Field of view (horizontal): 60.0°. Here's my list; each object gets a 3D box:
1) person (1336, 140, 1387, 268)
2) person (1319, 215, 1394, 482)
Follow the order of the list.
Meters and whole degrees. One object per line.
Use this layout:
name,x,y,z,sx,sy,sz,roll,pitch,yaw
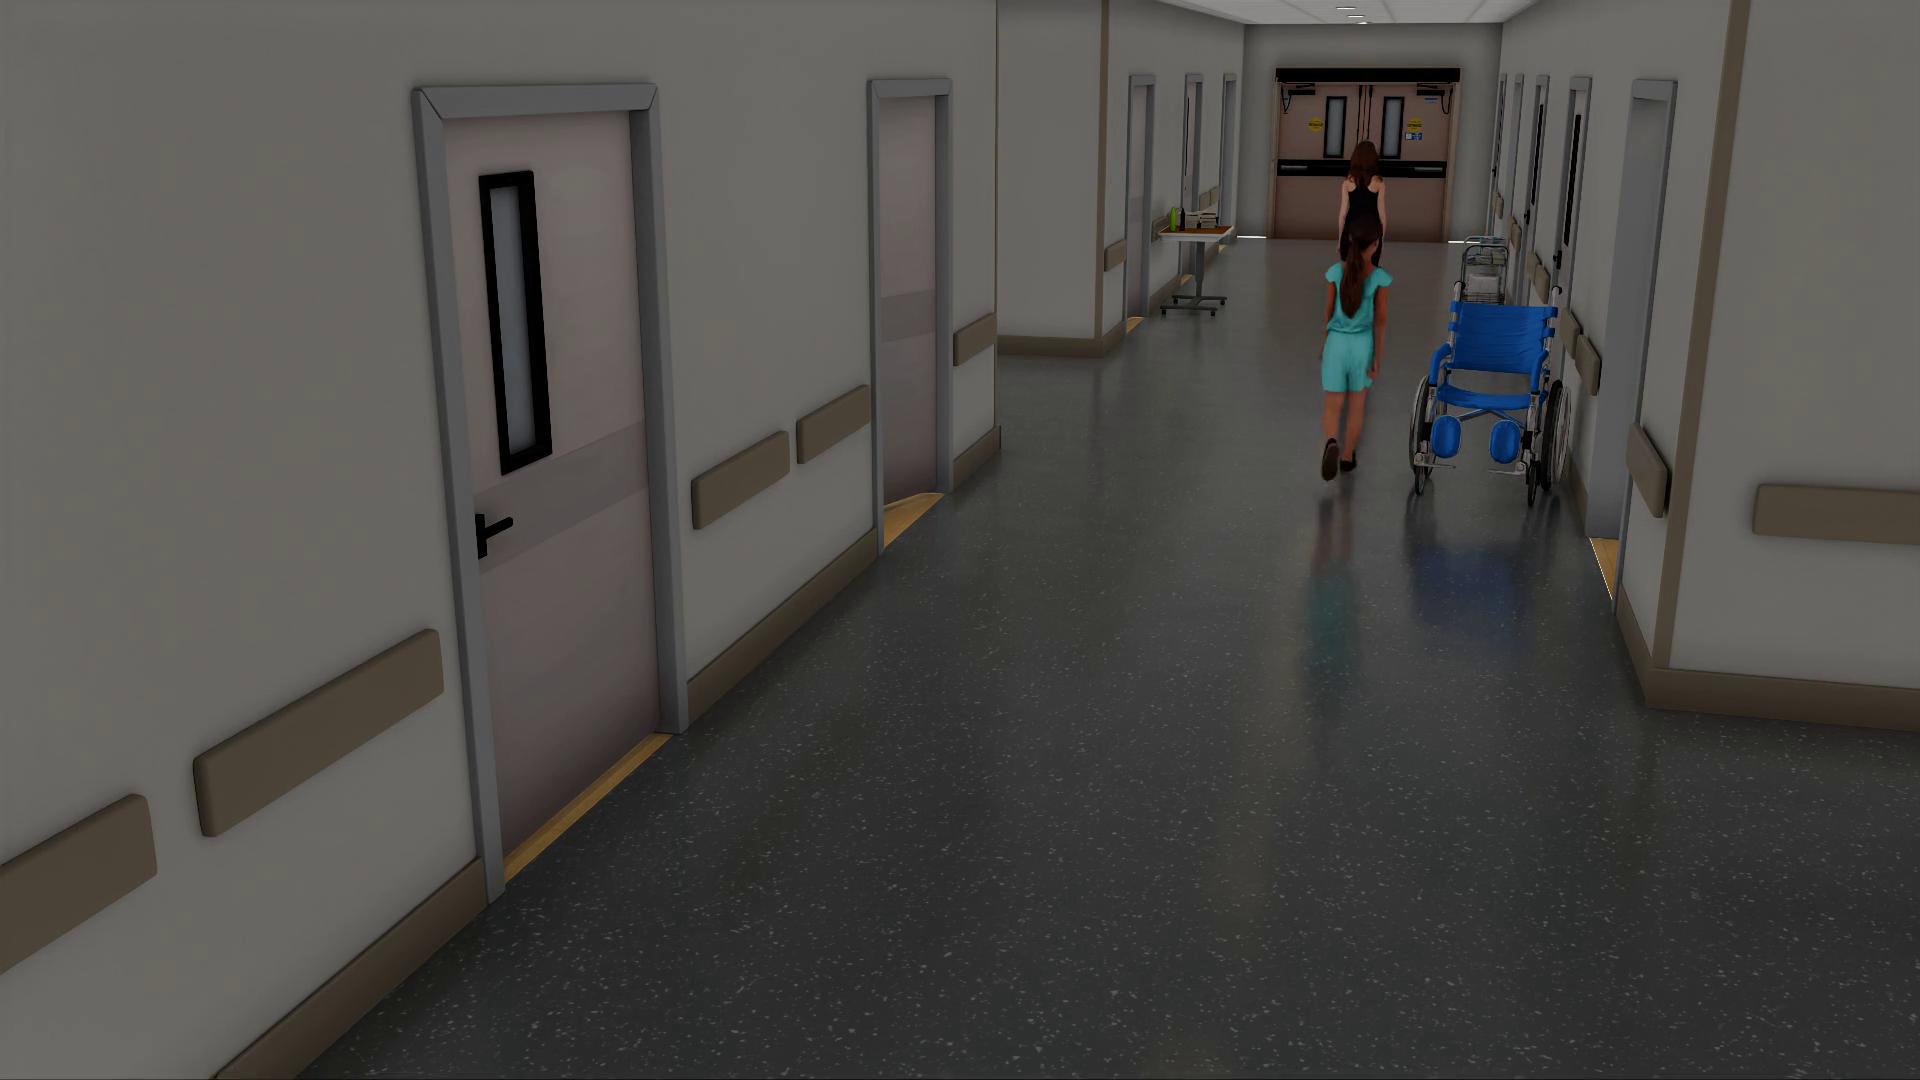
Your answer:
person,3.655,-2.754,15.180,0.588,1.747,0.522,5,17,17
person,2.255,-1.086,9.648,0.614,1.538,0.967,6,17,19
